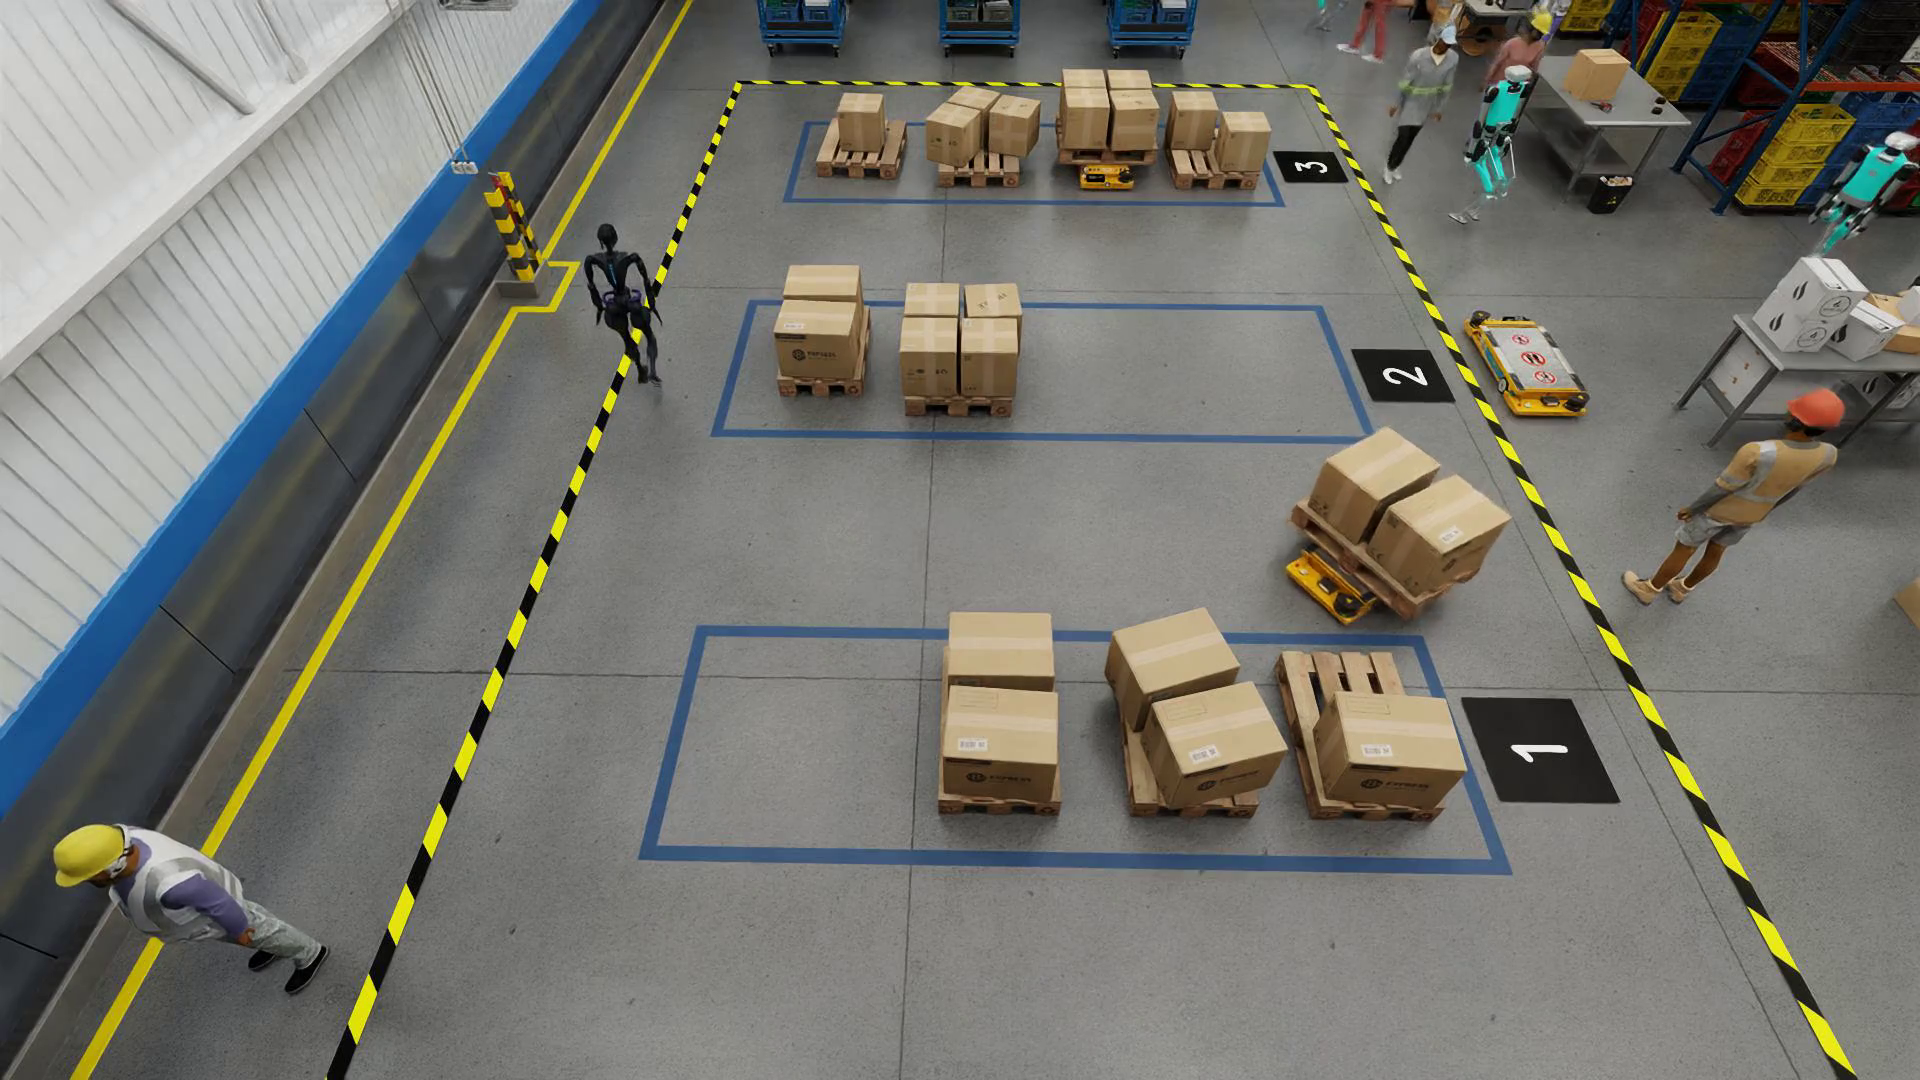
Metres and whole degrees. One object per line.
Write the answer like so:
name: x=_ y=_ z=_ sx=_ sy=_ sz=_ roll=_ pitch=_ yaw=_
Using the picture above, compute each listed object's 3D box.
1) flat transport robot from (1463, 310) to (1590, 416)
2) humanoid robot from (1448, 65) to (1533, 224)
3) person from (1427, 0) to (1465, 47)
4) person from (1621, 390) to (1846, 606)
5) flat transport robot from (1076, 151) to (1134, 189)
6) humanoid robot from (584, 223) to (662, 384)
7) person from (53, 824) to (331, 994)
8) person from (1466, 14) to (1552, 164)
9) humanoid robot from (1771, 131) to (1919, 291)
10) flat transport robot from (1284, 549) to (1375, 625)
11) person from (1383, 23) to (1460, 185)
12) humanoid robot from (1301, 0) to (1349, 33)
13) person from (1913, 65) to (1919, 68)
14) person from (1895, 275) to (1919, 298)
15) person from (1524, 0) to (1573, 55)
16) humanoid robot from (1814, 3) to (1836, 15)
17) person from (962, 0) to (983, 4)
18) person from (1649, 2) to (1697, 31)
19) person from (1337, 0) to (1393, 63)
flat transport robot: x=5.573 y=-1.757 z=9.054 sx=0.659 sy=0.231 sz=1.431 roll=1 pitch=49 yaw=1
humanoid robot: x=5.999 y=-4.301 z=10.199 sx=0.533 sy=1.673 sz=0.735 roll=-11 pitch=50 yaw=-10
person: x=6.662 y=-7.200 z=12.662 sx=0.361 sy=1.939 sz=0.542 roll=3 pitch=49 yaw=3
person: x=5.538 y=-0.249 z=6.575 sx=0.607 sy=2.047 sz=0.365 roll=0 pitch=49 yaw=0
flat transport robot: x=1.845 y=-4.982 z=11.827 sx=0.652 sy=0.197 sz=1.431 roll=1 pitch=49 yaw=1
humanoid robot: x=-3.086 y=-2.092 z=8.418 sx=0.592 sy=1.645 sz=0.465 roll=-8 pitch=50 yaw=-7
person: x=-3.993 y=1.938 z=4.821 sx=0.599 sy=1.829 sz=0.404 roll=21 pitch=52 yaw=17
person: x=6.827 y=-5.598 z=11.407 sx=0.543 sy=1.721 sz=0.832 roll=1 pitch=49 yaw=1
humanoid robot: x=9.312 y=-3.438 z=9.575 sx=1.058 sy=1.761 sz=0.540 roll=-27 pitch=54 yaw=-22
flat transport robot: x=3.396 y=0.112 z=7.418 sx=1.431 sy=0.197 sz=0.652 roll=-25 pitch=54 yaw=-20
person: x=5.520 y=-5.174 z=10.976 sx=0.613 sy=1.833 sz=0.577 roll=-1 pitch=49 yaw=-1
humanoid robot: x=5.771 y=-8.645 z=14.080 sx=0.554 sy=1.833 sz=0.762 roll=-31 pitch=56 yaw=-24
person: x=14.672 y=-7.664 z=13.133 sx=0.387 sy=1.836 sz=0.563 roll=-16 pitch=51 yaw=-13
person: x=10.349 y=-3.160 z=9.236 sx=0.330 sy=1.836 sz=0.505 roll=-22 pitch=53 yaw=-18
person: x=7.782 y=-6.847 z=12.292 sx=0.377 sy=2.038 sz=0.605 roll=5 pitch=49 yaw=4
humanoid robot: x=13.173 y=-8.297 z=13.782 sx=0.591 sy=1.656 sz=0.328 roll=8 pitch=50 yaw=6
person: x=0.259 y=-9.404 z=14.636 sx=0.851 sy=1.822 sz=0.583 roll=28 pitch=55 yaw=22
person: x=10.148 y=-7.476 z=13.036 sx=0.496 sy=1.735 sz=0.361 roll=5 pitch=49 yaw=4
person: x=6.088 y=-8.024 z=13.409 sx=0.860 sy=1.880 sz=0.611 roll=23 pitch=53 yaw=19
